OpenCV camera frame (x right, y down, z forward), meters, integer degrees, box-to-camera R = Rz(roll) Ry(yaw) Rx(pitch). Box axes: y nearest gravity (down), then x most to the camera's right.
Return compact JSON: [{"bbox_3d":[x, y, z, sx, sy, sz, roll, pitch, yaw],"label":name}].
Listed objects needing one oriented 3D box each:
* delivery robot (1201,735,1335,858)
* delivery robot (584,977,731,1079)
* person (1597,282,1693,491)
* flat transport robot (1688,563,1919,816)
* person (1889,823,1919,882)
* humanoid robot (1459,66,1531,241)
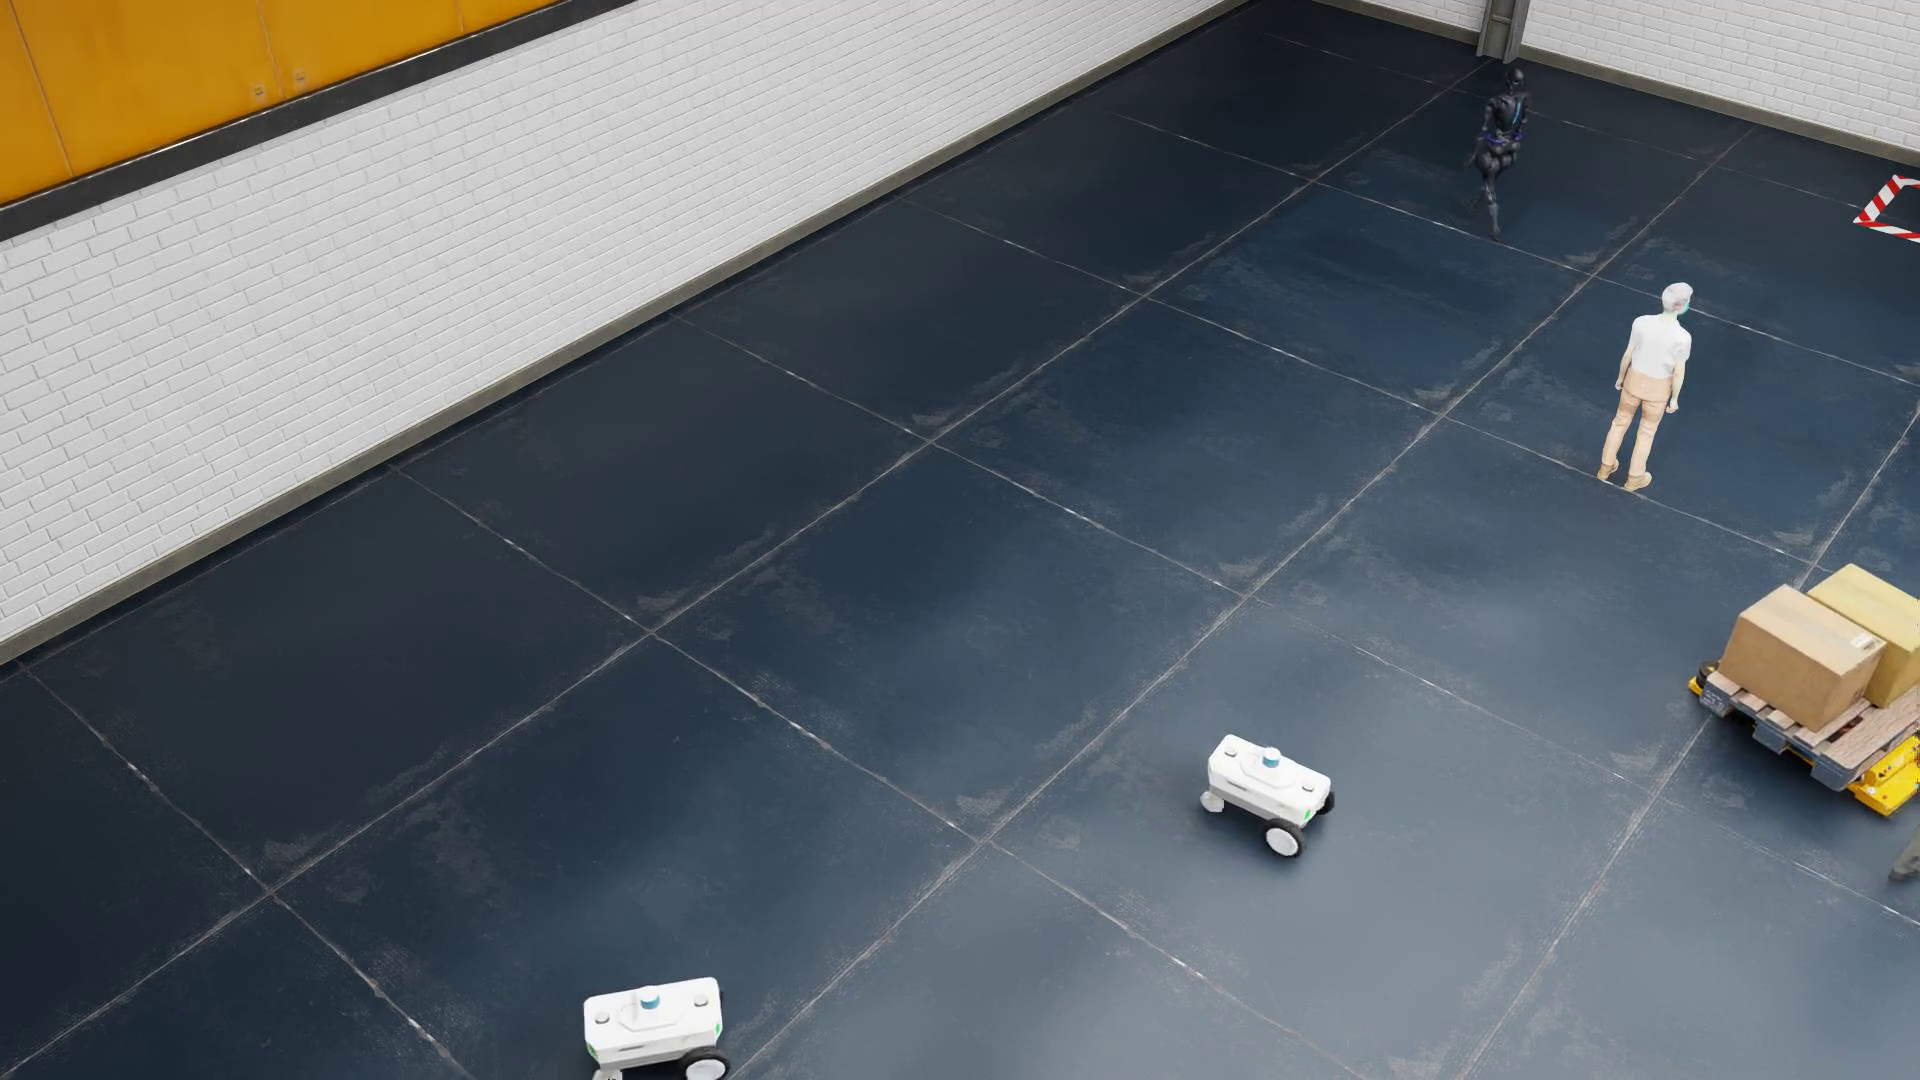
[{"bbox_3d":[1.904,1.535,10.169,0.791,0.614,0.499,23,44,26],"label":"delivery robot"},{"bbox_3d":[-1.590,2.594,8.852,0.792,0.611,0.499,-7,39,-9],"label":"delivery robot"},{"bbox_3d":[5.192,-1.159,12.547,0.492,1.743,0.303,32,49,33],"label":"person"},{"bbox_3d":[5.568,1.172,10.832,0.659,0.231,1.431,-25,45,-27],"label":"flat transport robot"},{"bbox_3d":[5.710,1.408,9.321,0.381,1.810,0.758,1,39,2],"label":"person"},{"bbox_3d":[5.082,-3.720,15.819,0.589,1.627,0.771,-17,42,-20],"label":"humanoid robot"}]
